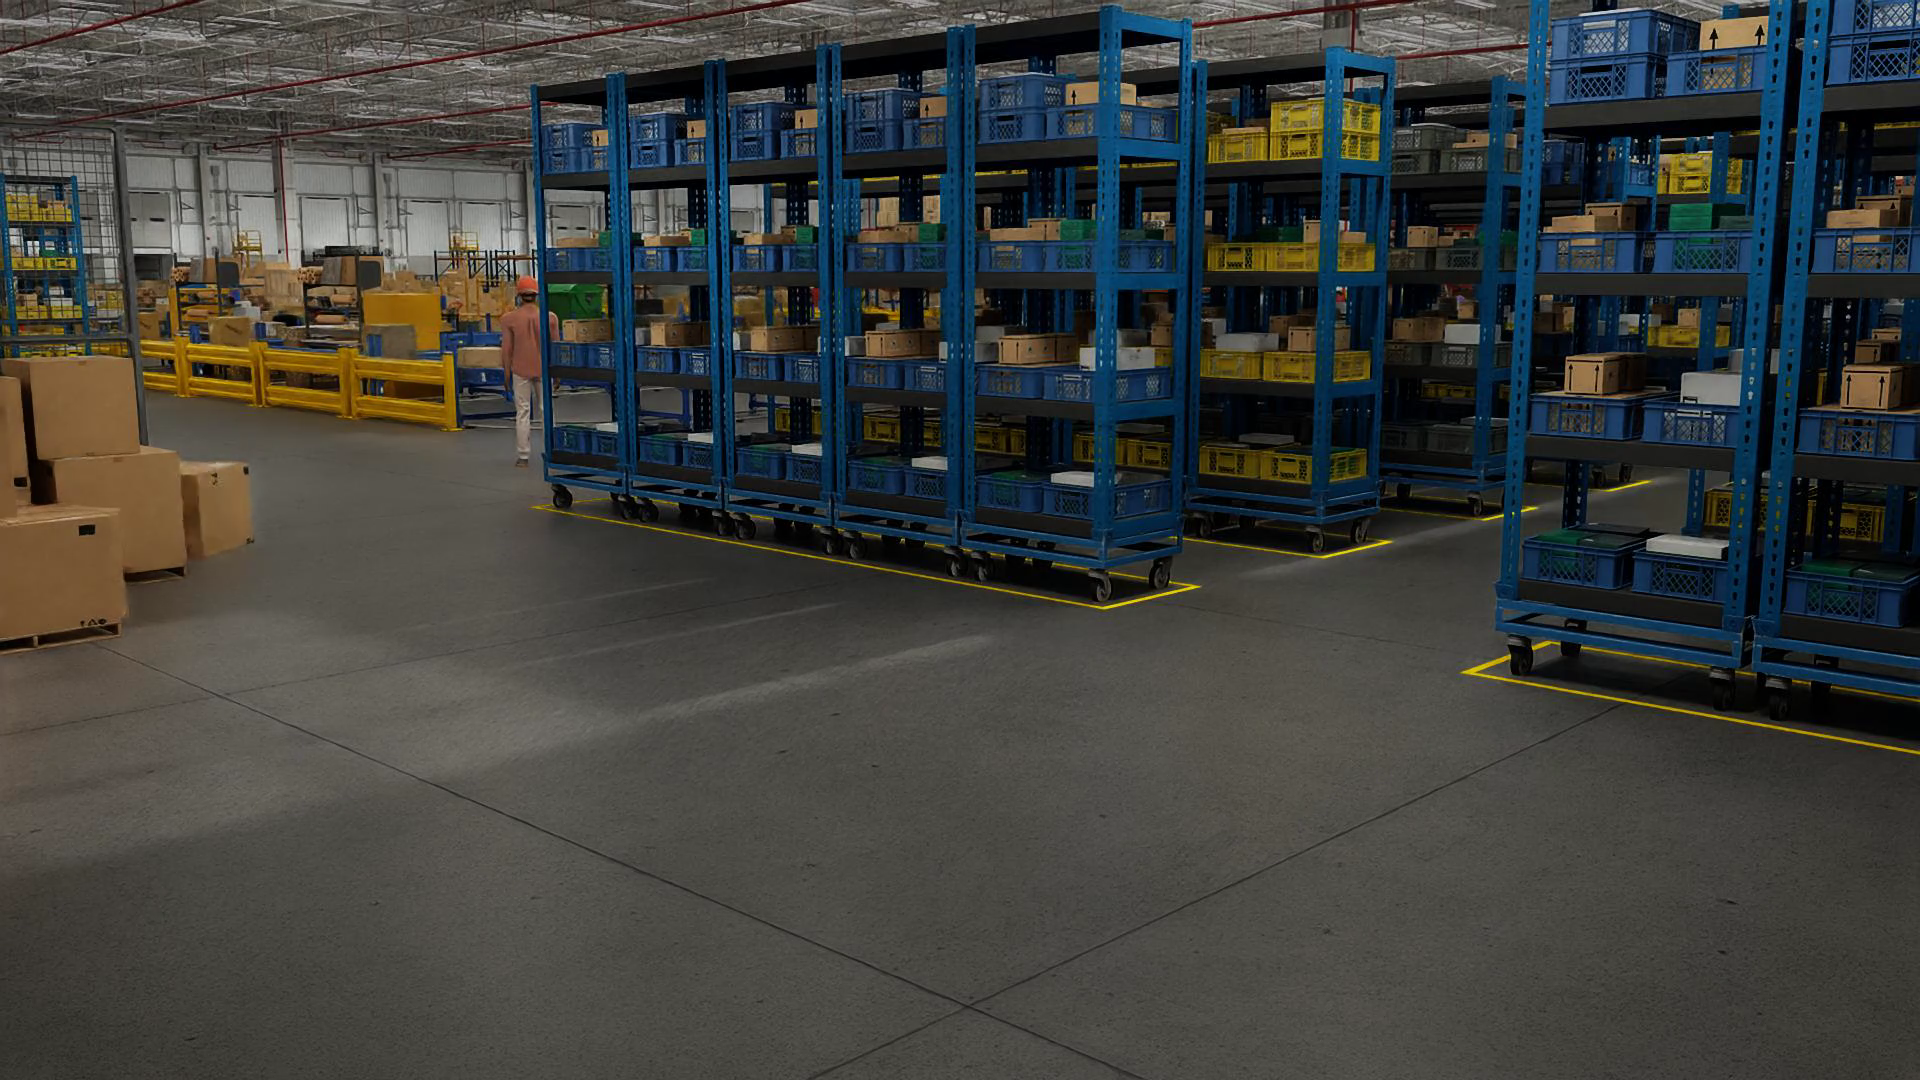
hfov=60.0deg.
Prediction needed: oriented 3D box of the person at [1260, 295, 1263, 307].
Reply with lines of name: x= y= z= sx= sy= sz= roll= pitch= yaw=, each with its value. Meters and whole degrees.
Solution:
person: x=7.980 y=-6.190 z=45.615 sx=0.542 sy=1.662 sz=0.805 roll=-1 pitch=9 yaw=-9

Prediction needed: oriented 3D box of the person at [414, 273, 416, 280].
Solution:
person: x=-28.214 y=-12.851 z=85.897 sx=0.754 sy=1.845 sz=0.601 roll=5 pitch=11 yaw=30

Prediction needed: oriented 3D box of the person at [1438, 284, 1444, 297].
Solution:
person: x=12.272 y=-5.882 z=43.085 sx=1.020 sy=1.886 sz=0.699 roll=1 pitch=9 yaw=7

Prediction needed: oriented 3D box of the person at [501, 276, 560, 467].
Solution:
person: x=-4.476 y=-1.753 z=17.394 sx=0.612 sy=1.997 sz=0.375 roll=-4 pitch=10 yaw=-22

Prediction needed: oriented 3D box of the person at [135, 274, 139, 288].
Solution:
person: x=-26.916 y=-7.713 z=54.171 sx=0.499 sy=1.918 sz=0.560 roll=-2 pitch=9 yaw=-10

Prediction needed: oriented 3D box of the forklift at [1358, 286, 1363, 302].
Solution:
forklift: x=11.100 y=-7.017 z=46.970 sx=1.873 sy=2.768 sz=1.129 roll=9 pitch=13 yaw=43

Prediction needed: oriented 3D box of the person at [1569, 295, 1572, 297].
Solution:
person: x=12.666 y=-4.420 z=34.394 sx=0.485 sy=1.783 sz=0.646 roll=3 pitch=10 yaw=18

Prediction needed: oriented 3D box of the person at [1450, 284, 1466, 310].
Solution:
person: x=9.216 y=-3.867 z=30.810 sx=0.389 sy=1.847 sz=0.563 roll=4 pitch=10 yaw=22

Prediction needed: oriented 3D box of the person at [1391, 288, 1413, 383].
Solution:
person: x=5.536 y=-2.237 z=20.877 sx=0.404 sy=1.828 sz=0.587 roll=-3 pitch=10 yaw=-18

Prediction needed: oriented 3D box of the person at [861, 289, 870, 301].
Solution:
person: x=-4.083 y=-10.553 z=71.729 sx=0.999 sy=1.891 sz=0.547 roll=5 pitch=10 yaw=28

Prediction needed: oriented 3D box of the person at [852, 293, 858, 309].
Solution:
person: x=-3.759 y=-8.076 z=57.202 sx=0.825 sy=1.637 sz=0.600 roll=3 pitch=10 yaw=19

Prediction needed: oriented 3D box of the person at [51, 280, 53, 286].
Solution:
person: x=-34.344 y=-9.171 z=62.822 sx=0.622 sy=2.016 sz=0.668 roll=8 pitch=13 yaw=42
